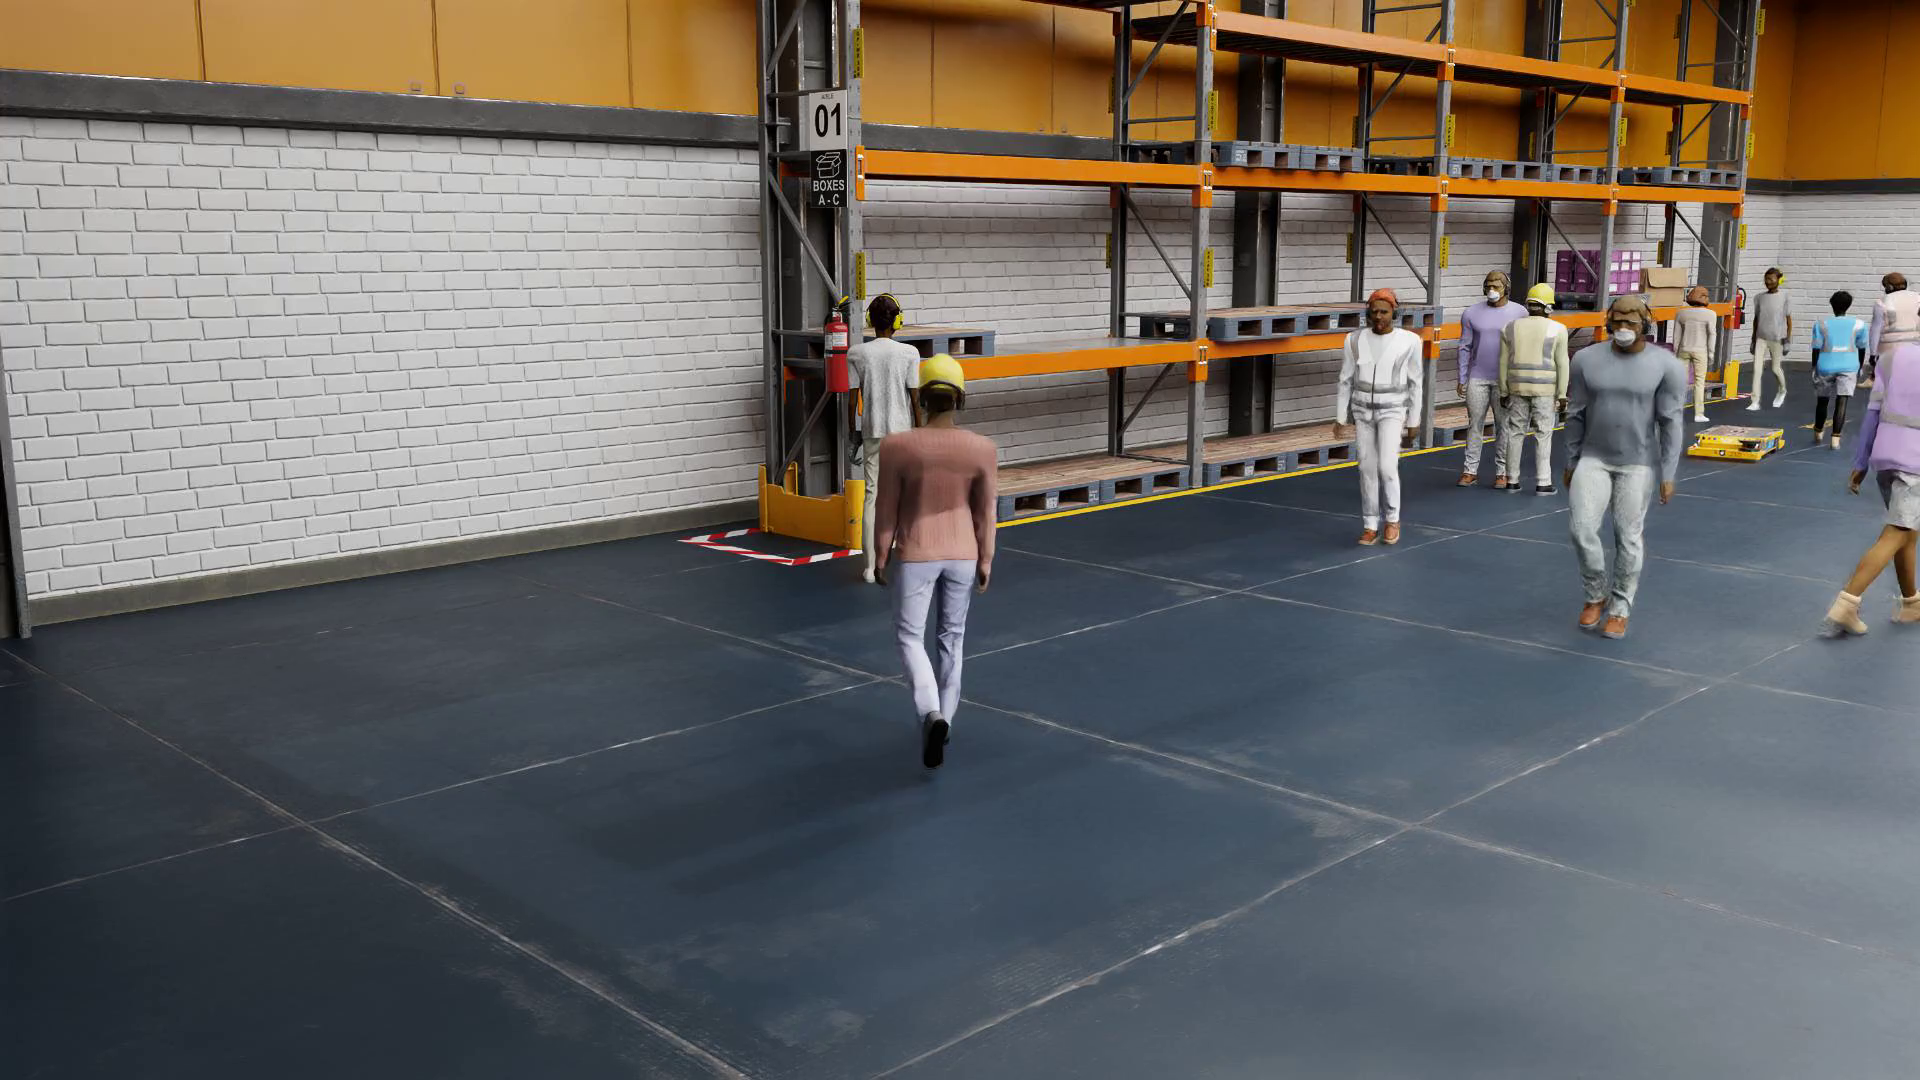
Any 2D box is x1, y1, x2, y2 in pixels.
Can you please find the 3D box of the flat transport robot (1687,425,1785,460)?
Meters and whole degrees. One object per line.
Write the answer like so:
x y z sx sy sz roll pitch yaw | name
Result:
8.001 -1.015 17.105 0.652 0.197 1.431 7 13 35 | flat transport robot

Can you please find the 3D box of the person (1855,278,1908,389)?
13.616 -3.000 24.164 0.858 1.653 0.534 2 11 10 | person

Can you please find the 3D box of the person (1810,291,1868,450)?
9.321 -1.808 17.669 0.542 1.646 0.890 5 12 28 | person

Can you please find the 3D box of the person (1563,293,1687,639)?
3.650 -0.399 9.222 0.647 1.923 0.445 7 13 35 | person

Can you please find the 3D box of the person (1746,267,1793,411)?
10.472 -2.596 21.458 0.870 1.844 0.517 -10 14 -43 | person

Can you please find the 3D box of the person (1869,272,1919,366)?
10.935 -2.206 19.395 0.697 1.812 0.444 0 10 0 | person

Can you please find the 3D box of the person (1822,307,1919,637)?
5.276 -0.432 9.300 0.987 1.991 0.624 -3 11 -18 | person

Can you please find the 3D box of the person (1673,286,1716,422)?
8.858 -2.243 20.087 0.501 1.631 0.287 10 14 43 | person

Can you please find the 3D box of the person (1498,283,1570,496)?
4.971 -1.301 14.407 0.600 1.829 0.404 8 13 37 | person

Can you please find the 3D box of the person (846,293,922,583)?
-0.479 -0.650 10.748 0.521 1.874 0.328 1 10 8 | person

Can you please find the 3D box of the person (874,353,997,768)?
-0.089 0.080 7.092 0.524 1.744 0.723 -3 11 -14 | person

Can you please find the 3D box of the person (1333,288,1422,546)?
3.004 -0.875 11.982 0.570 1.867 0.417 7 12 33 | person

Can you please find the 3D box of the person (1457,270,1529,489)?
4.726 -1.419 14.757 0.633 1.938 0.356 6 12 28 | person
